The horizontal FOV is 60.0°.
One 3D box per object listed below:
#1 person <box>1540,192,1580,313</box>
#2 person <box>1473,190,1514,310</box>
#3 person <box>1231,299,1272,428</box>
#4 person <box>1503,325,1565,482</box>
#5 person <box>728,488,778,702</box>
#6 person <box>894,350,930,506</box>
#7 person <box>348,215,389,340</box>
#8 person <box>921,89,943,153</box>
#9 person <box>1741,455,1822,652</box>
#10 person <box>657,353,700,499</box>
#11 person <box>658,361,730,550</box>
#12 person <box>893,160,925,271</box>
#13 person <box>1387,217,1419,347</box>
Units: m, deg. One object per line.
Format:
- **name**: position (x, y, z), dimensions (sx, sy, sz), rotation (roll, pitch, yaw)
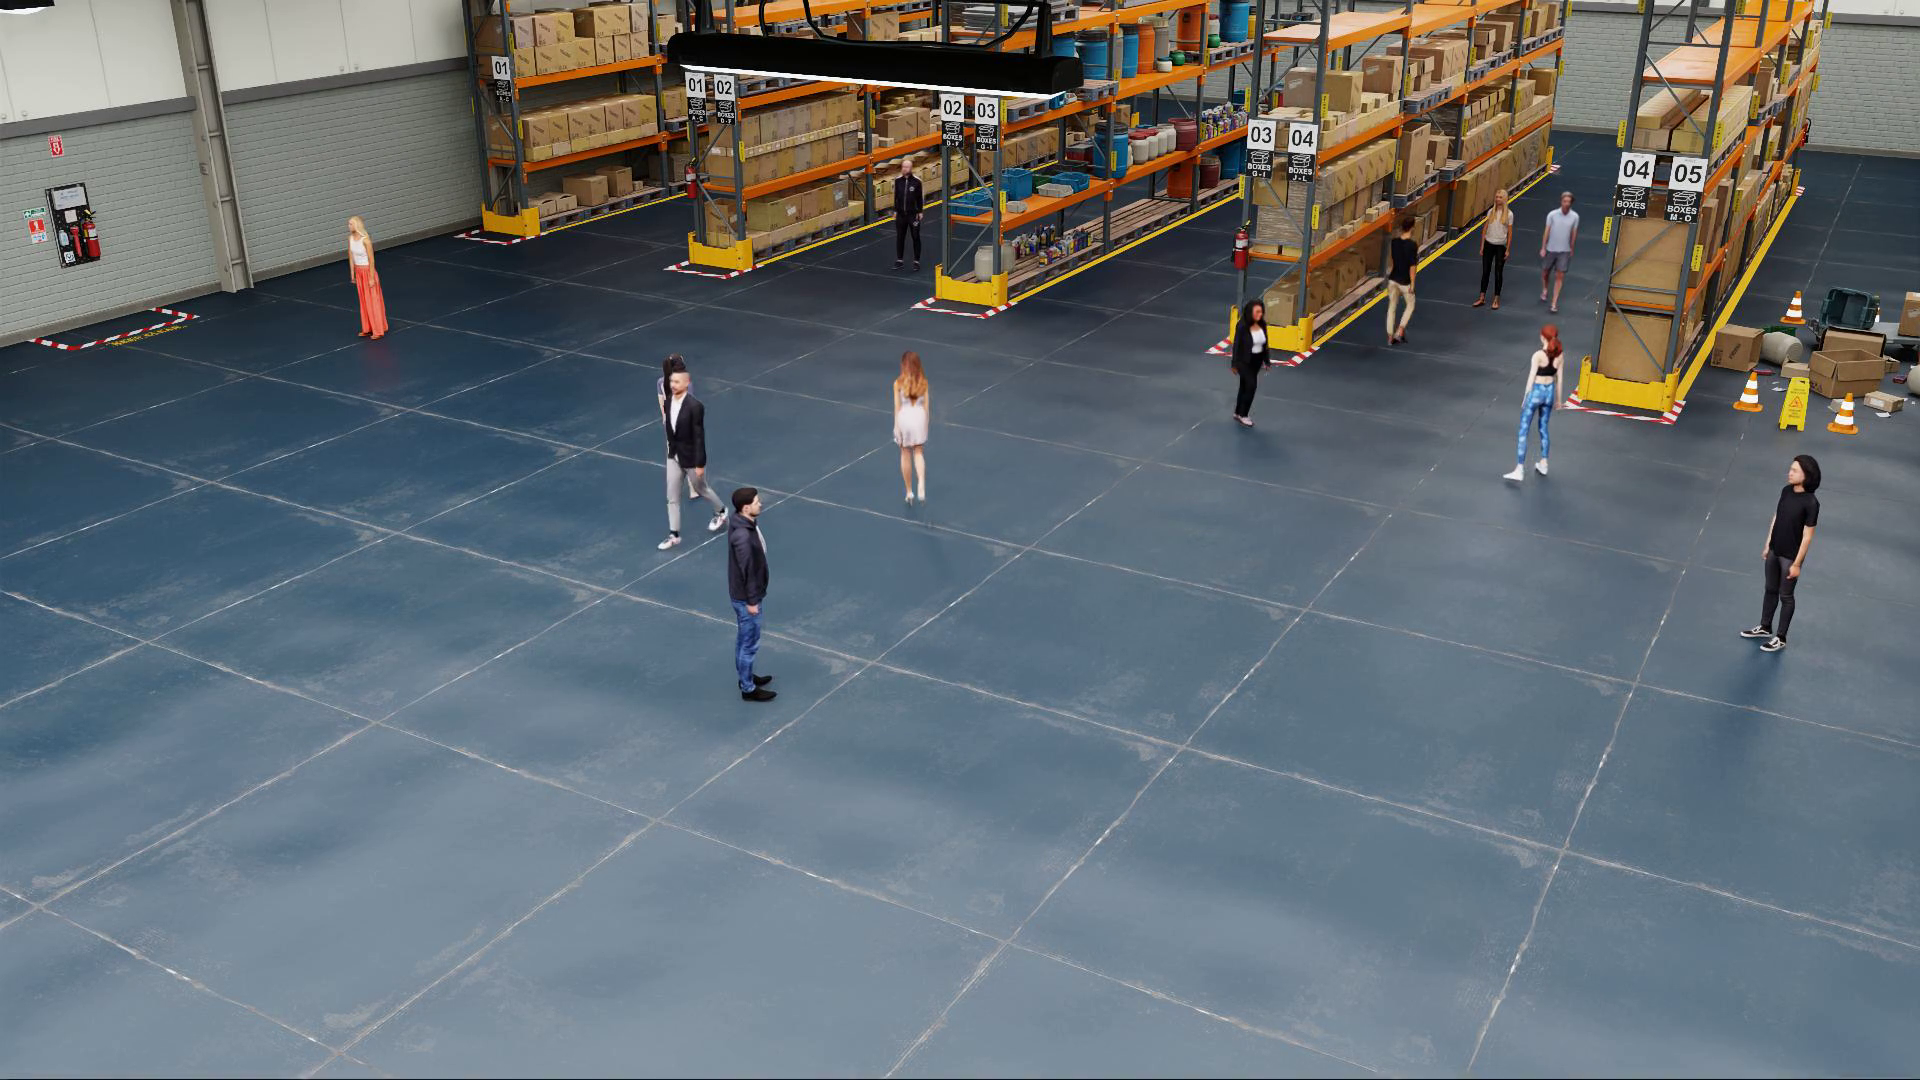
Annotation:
- **person**: position (9.232, -4.475, 25.690), dimensions (0.775, 1.821, 0.970), rotation (7, 24, 16)
- **person**: position (8.304, -4.520, 25.788), dimensions (0.617, 1.826, 0.530), rotation (14, 27, 30)
- **person**: position (3.531, -2.236, 20.711), dimensions (0.717, 1.598, 0.801), rotation (-19, 29, -37)
- **person**: position (6.618, -1.561, 18.906), dimensions (0.985, 1.768, 1.056), rotation (-7, 24, -15)
- **person**: position (-1.804, 0.443, 14.030), dimensions (0.812, 1.894, 0.743), rotation (-5, 24, -12)
- **person**: position (-0.508, -1.161, 17.979), dimensions (0.839, 1.757, 0.917), rotation (-5, 24, -11)
- **person**: position (-8.644, -3.829, 24.196), dimensions (0.632, 1.802, 0.595), rotation (14, 27, 30)
- **person**: position (-0.620, -9.862, 38.573), dimensions (0.664, 1.652, 1.124), rotation (15, 27, 31)
- **person**: position (7.440, 0.089, 14.939), dimensions (0.769, 1.836, 0.690), rotation (-4, 23, -10)
- **person**: position (-3.088, -1.262, 18.353), dimensions (0.631, 1.651, 0.583), rotation (8, 24, 17)
- **person**: position (-2.746, -0.900, 17.168), dimensions (0.773, 1.910, 1.218), rotation (15, 27, 31)
- **person**: position (-0.865, -5.490, 28.057), dimensions (0.727, 1.836, 0.661), rotation (7, 24, 15)
- **person**: position (6.253, -3.679, 23.788), dimensions (0.693, 1.845, 0.693), rotation (-20, 30, -39)
